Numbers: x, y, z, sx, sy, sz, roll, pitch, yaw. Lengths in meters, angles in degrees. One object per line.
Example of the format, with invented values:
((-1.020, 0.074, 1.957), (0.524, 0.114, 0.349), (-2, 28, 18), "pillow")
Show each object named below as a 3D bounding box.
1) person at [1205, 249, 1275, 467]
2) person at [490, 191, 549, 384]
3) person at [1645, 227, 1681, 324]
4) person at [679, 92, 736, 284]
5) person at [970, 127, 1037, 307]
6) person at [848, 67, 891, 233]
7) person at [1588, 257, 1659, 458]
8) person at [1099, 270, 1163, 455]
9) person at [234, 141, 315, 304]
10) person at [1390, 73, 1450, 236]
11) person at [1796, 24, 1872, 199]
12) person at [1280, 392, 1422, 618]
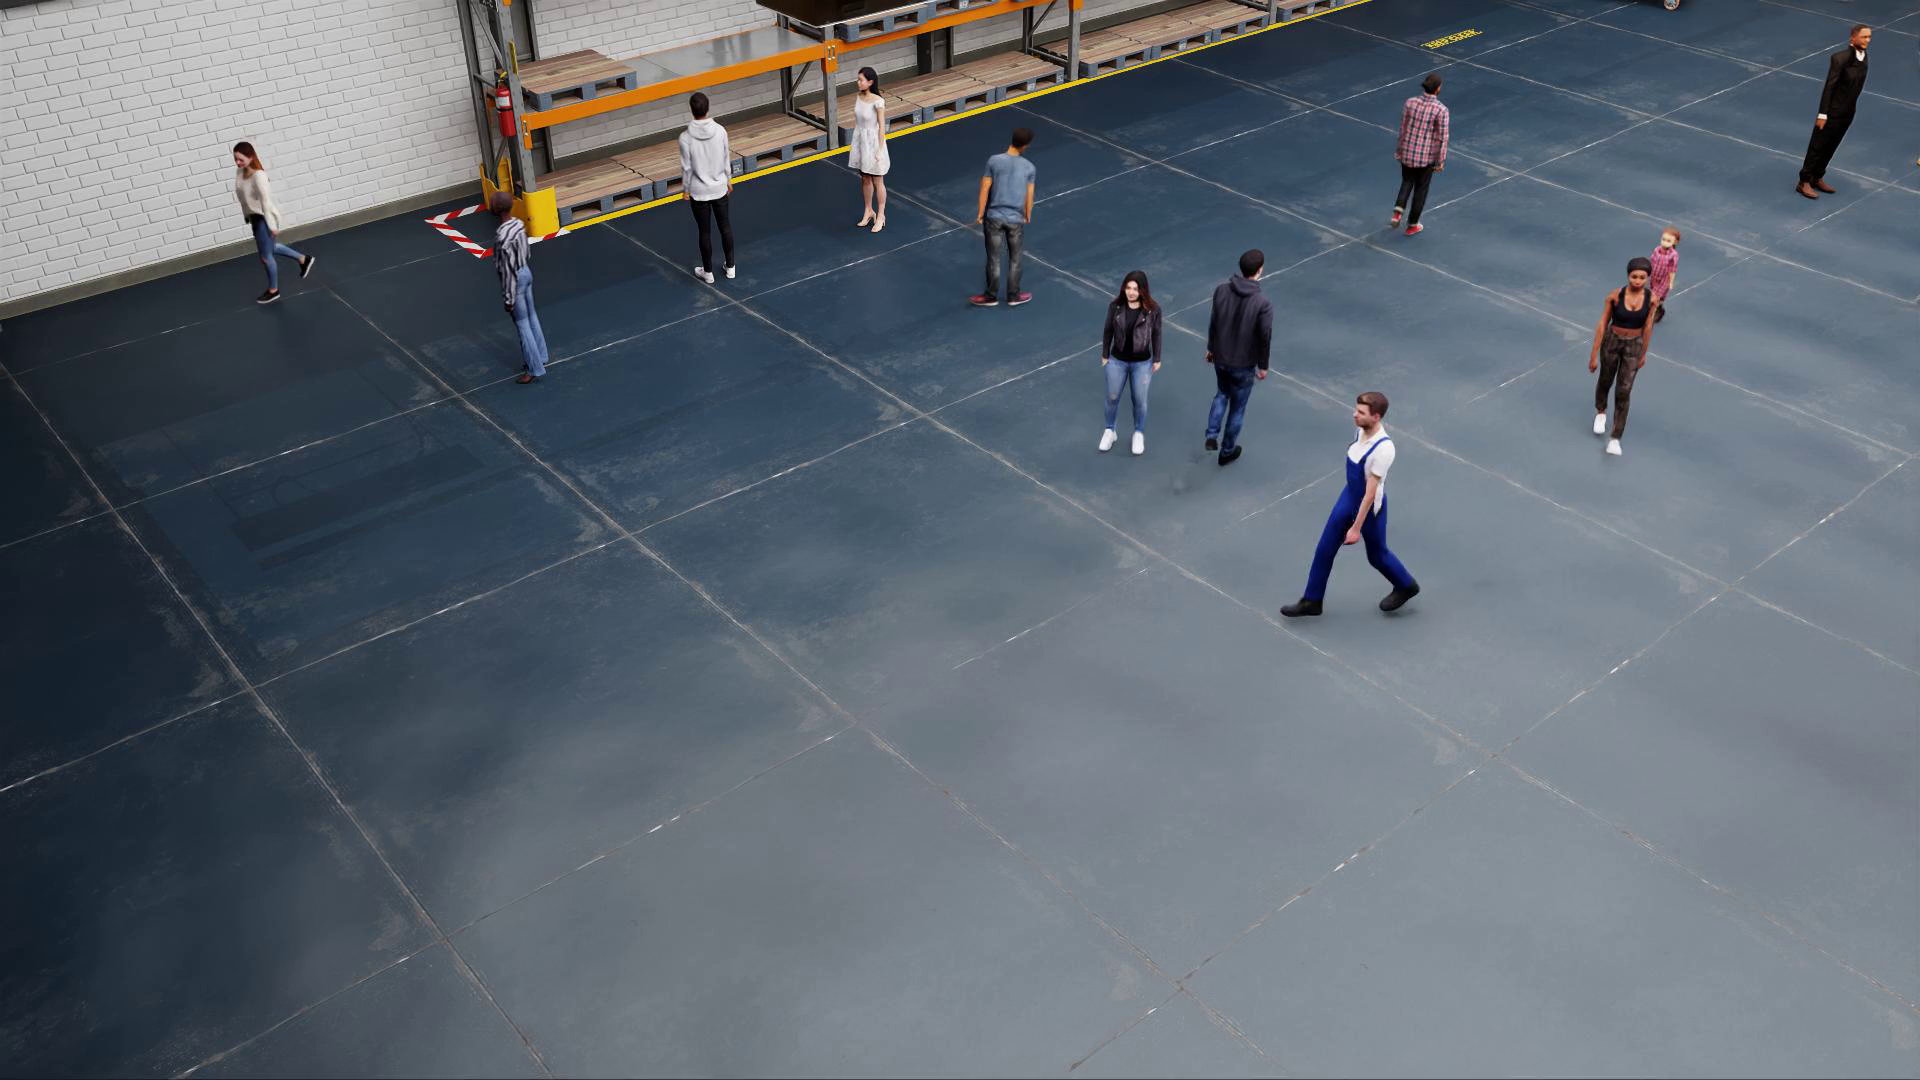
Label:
((2.191, -1.433, 13.517), (0.772, 1.874, 0.761), (22, 39, 29), "person")
((-3.944, -2.254, 14.824), (0.762, 1.794, 0.708), (2, 34, 3), "person")
((6.726, -2.519, 15.926), (0.717, 1.015, 0.425), (-24, 41, -32), "person")
((-2.506, -3.519, 16.604), (0.611, 1.930, 0.792), (-16, 37, -22), "person")
((0.384, -3.105, 16.129), (0.754, 1.766, 0.904), (-11, 35, -16), "person")
((-0.963, -4.153, 17.708), (0.628, 1.764, 0.648), (-27, 42, -35), "person")
((5.544, -1.619, 13.984), (0.982, 1.666, 1.150), (9, 35, 13), "person")
((1.414, -1.486, 13.813), (0.732, 1.634, 0.760), (7, 34, 11), "person")
((-6.740, -3.133, 16.264), (0.913, 1.663, 0.712), (-25, 41, -32), "person")
((4.813, -4.045, 17.558), (0.757, 1.750, 0.735), (25, 41, 33), "person")
((9.780, -4.805, 18.562), (0.614, 1.904, 0.802), (-17, 37, -24), "person")
((2.926, -0.201, 11.724), (1.340, 1.807, 0.988), (-9, 35, -14), "person")
